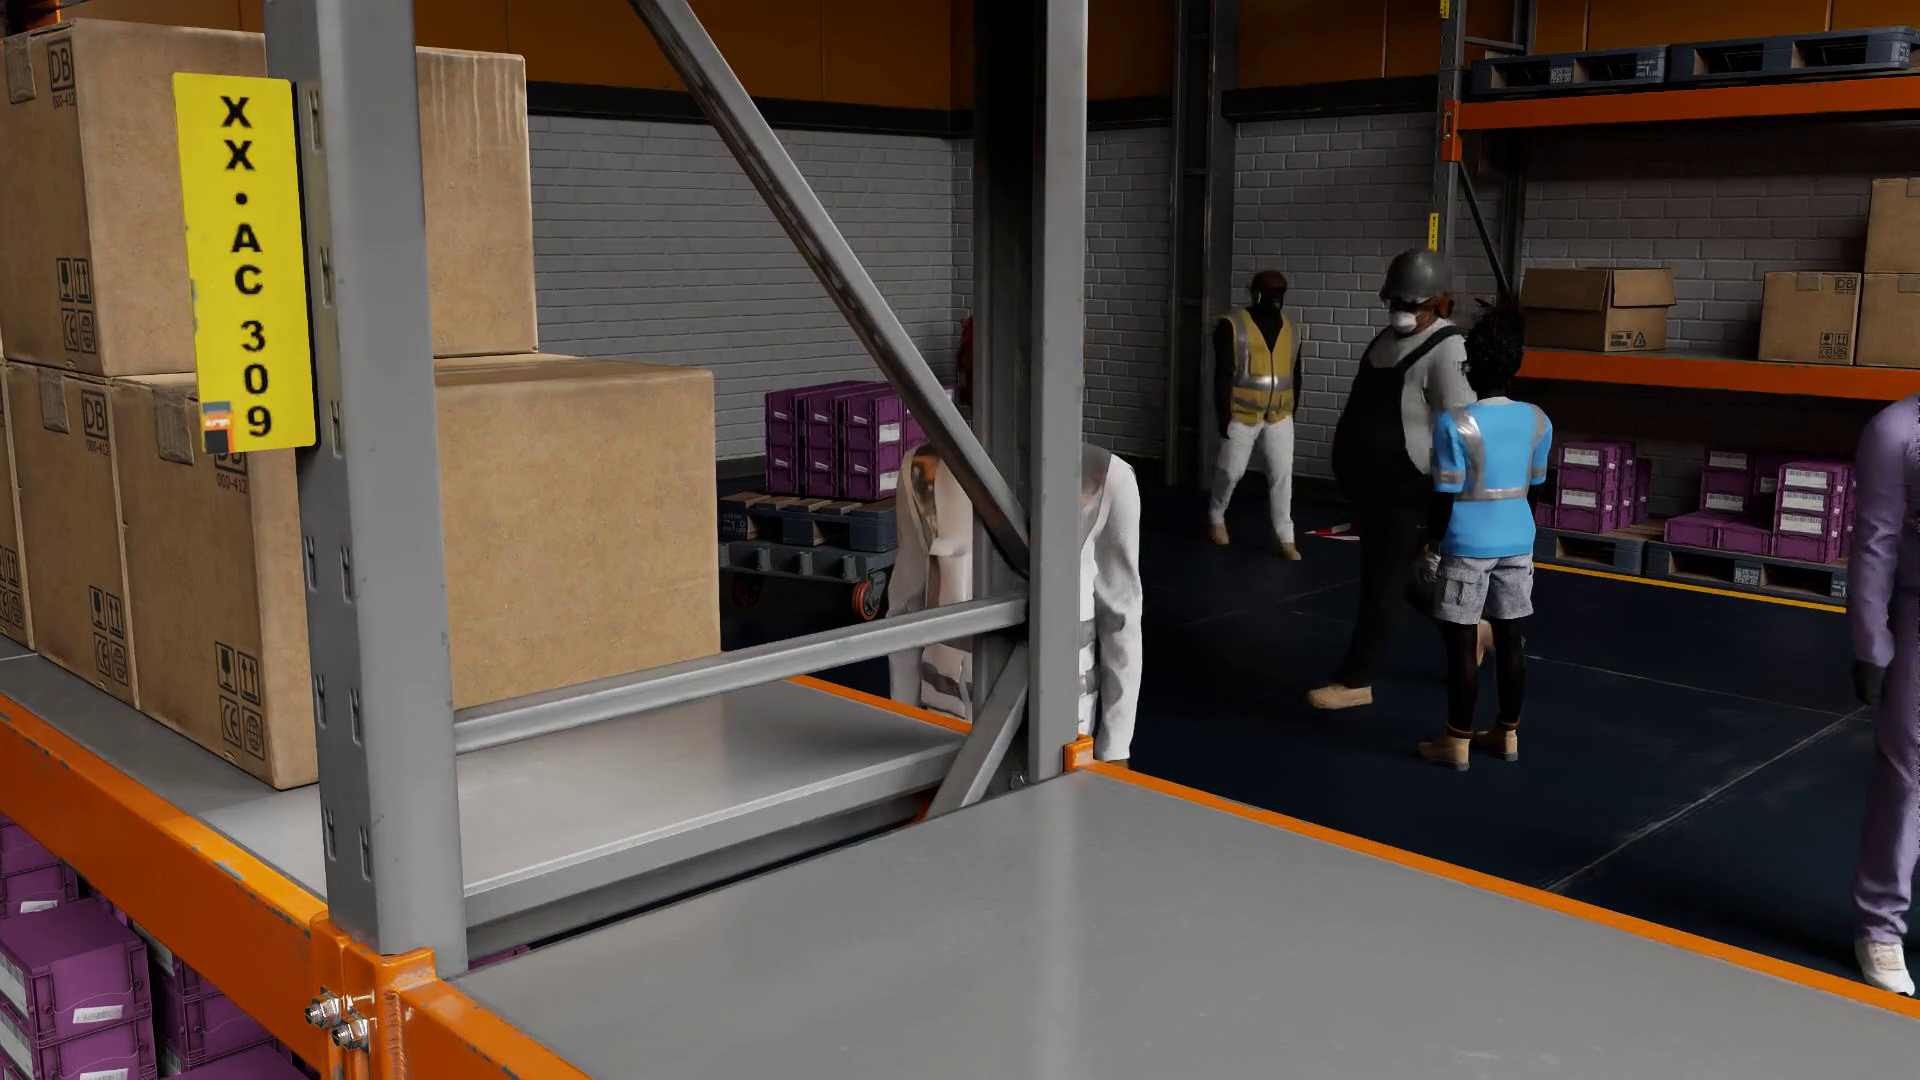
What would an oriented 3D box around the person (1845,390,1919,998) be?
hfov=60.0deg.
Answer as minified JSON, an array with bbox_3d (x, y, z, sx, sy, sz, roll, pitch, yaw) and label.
[{"bbox_3d":[2.702,0.275,4.426,0.646,1.906,0.409,2,11,9],"label":"person"}]

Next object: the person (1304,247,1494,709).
[{"bbox_3d":[1.951,-0.275,7.045,0.857,2.000,0.733,-2,11,-10],"label":"person"}]

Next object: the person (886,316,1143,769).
[{"bbox_3d":[0.108,0.417,3.697,0.584,1.883,0.337,4,11,21],"label":"person"}]

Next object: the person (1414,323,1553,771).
[{"bbox_3d":[1.982,0.030,6.319,0.534,1.697,0.318,-5,11,-25],"label":"person"}]

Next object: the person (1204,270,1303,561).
[{"bbox_3d":[1.882,-0.808,10.580,0.630,1.814,0.865,-2,11,-13],"label":"person"}]
